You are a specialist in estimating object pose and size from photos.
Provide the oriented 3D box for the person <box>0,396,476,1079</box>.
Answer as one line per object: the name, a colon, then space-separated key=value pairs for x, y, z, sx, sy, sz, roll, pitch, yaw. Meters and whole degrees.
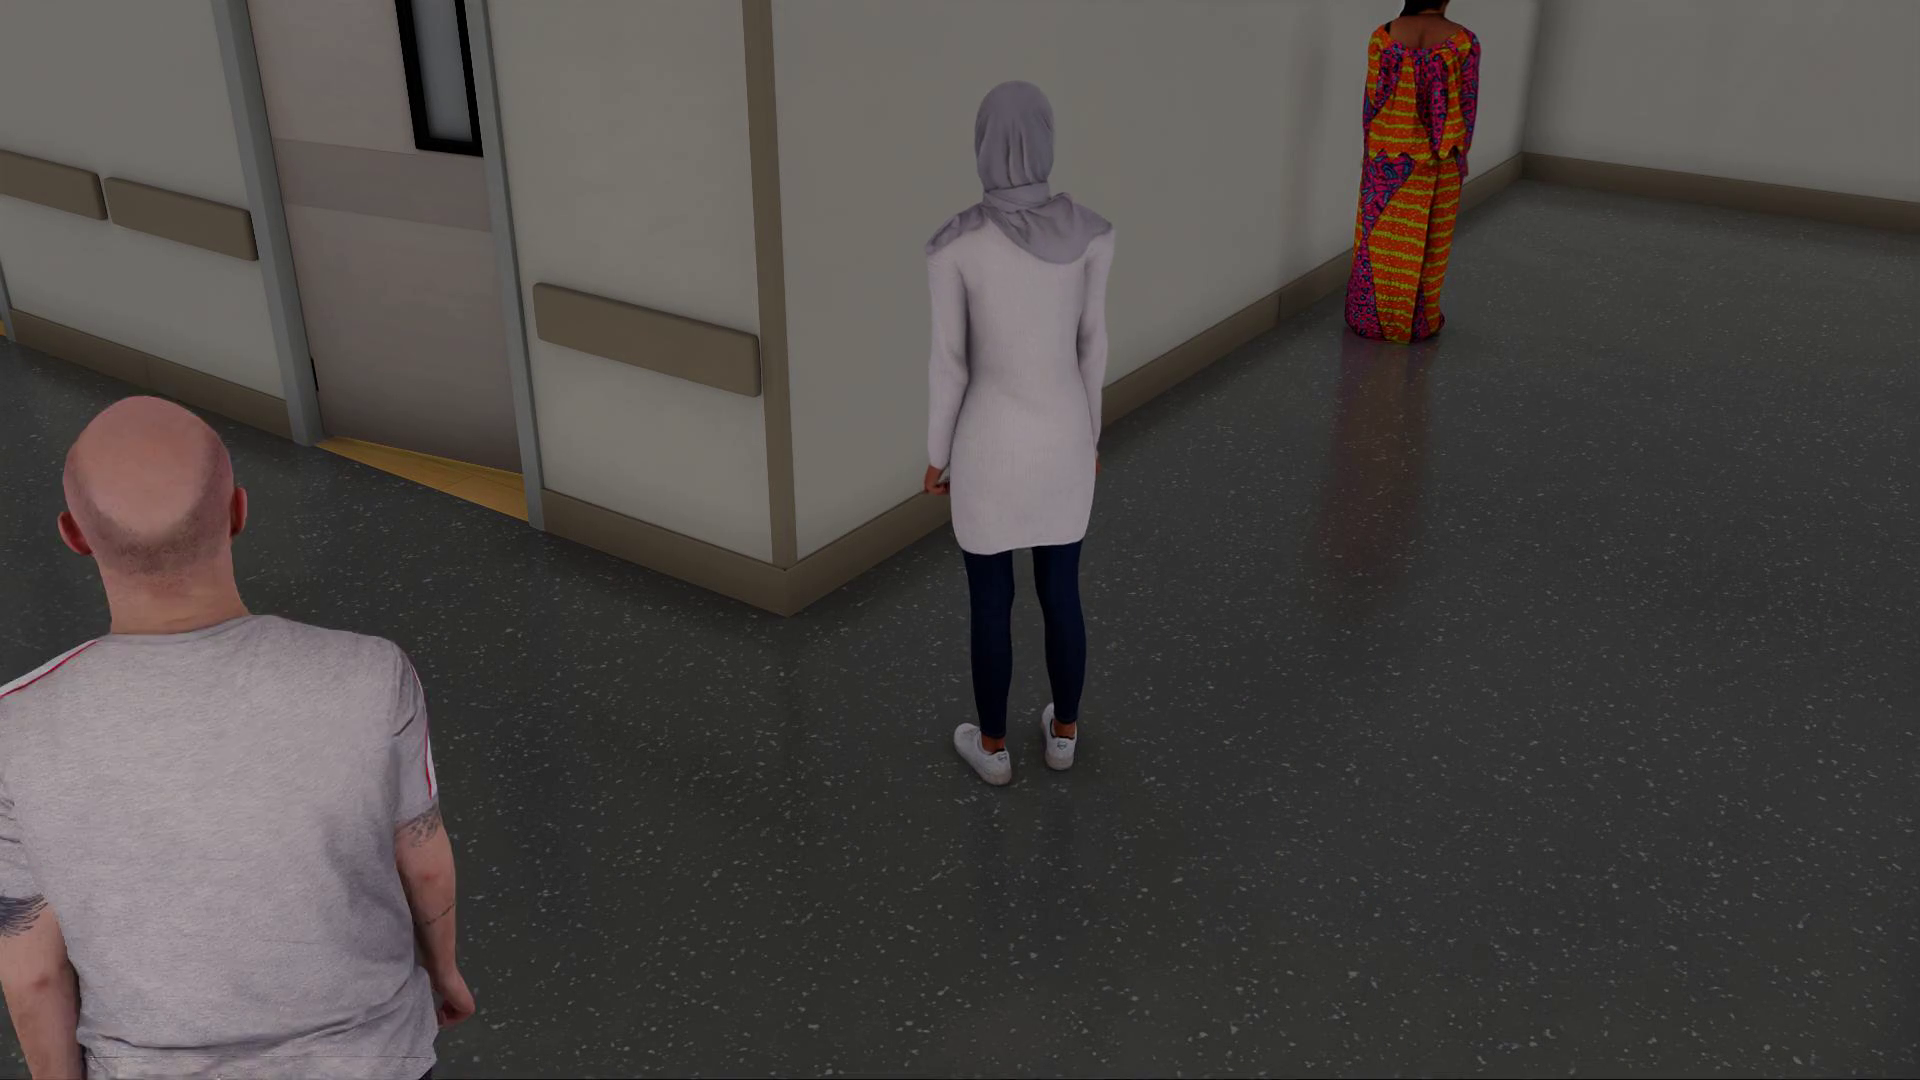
person: x=-0.850 y=0.738 z=2.057 sx=0.957 sy=1.807 sz=0.979 roll=-10 pitch=27 yaw=-20

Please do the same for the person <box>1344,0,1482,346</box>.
person: x=1.993 y=-1.735 z=7.308 sx=0.693 sy=1.685 sz=0.703 roll=11 pitch=28 yaw=22

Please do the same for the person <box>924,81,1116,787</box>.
person: x=0.149 y=-0.213 z=4.064 sx=0.675 sy=1.776 sz=0.744 roll=-6 pitch=26 yaw=-12
